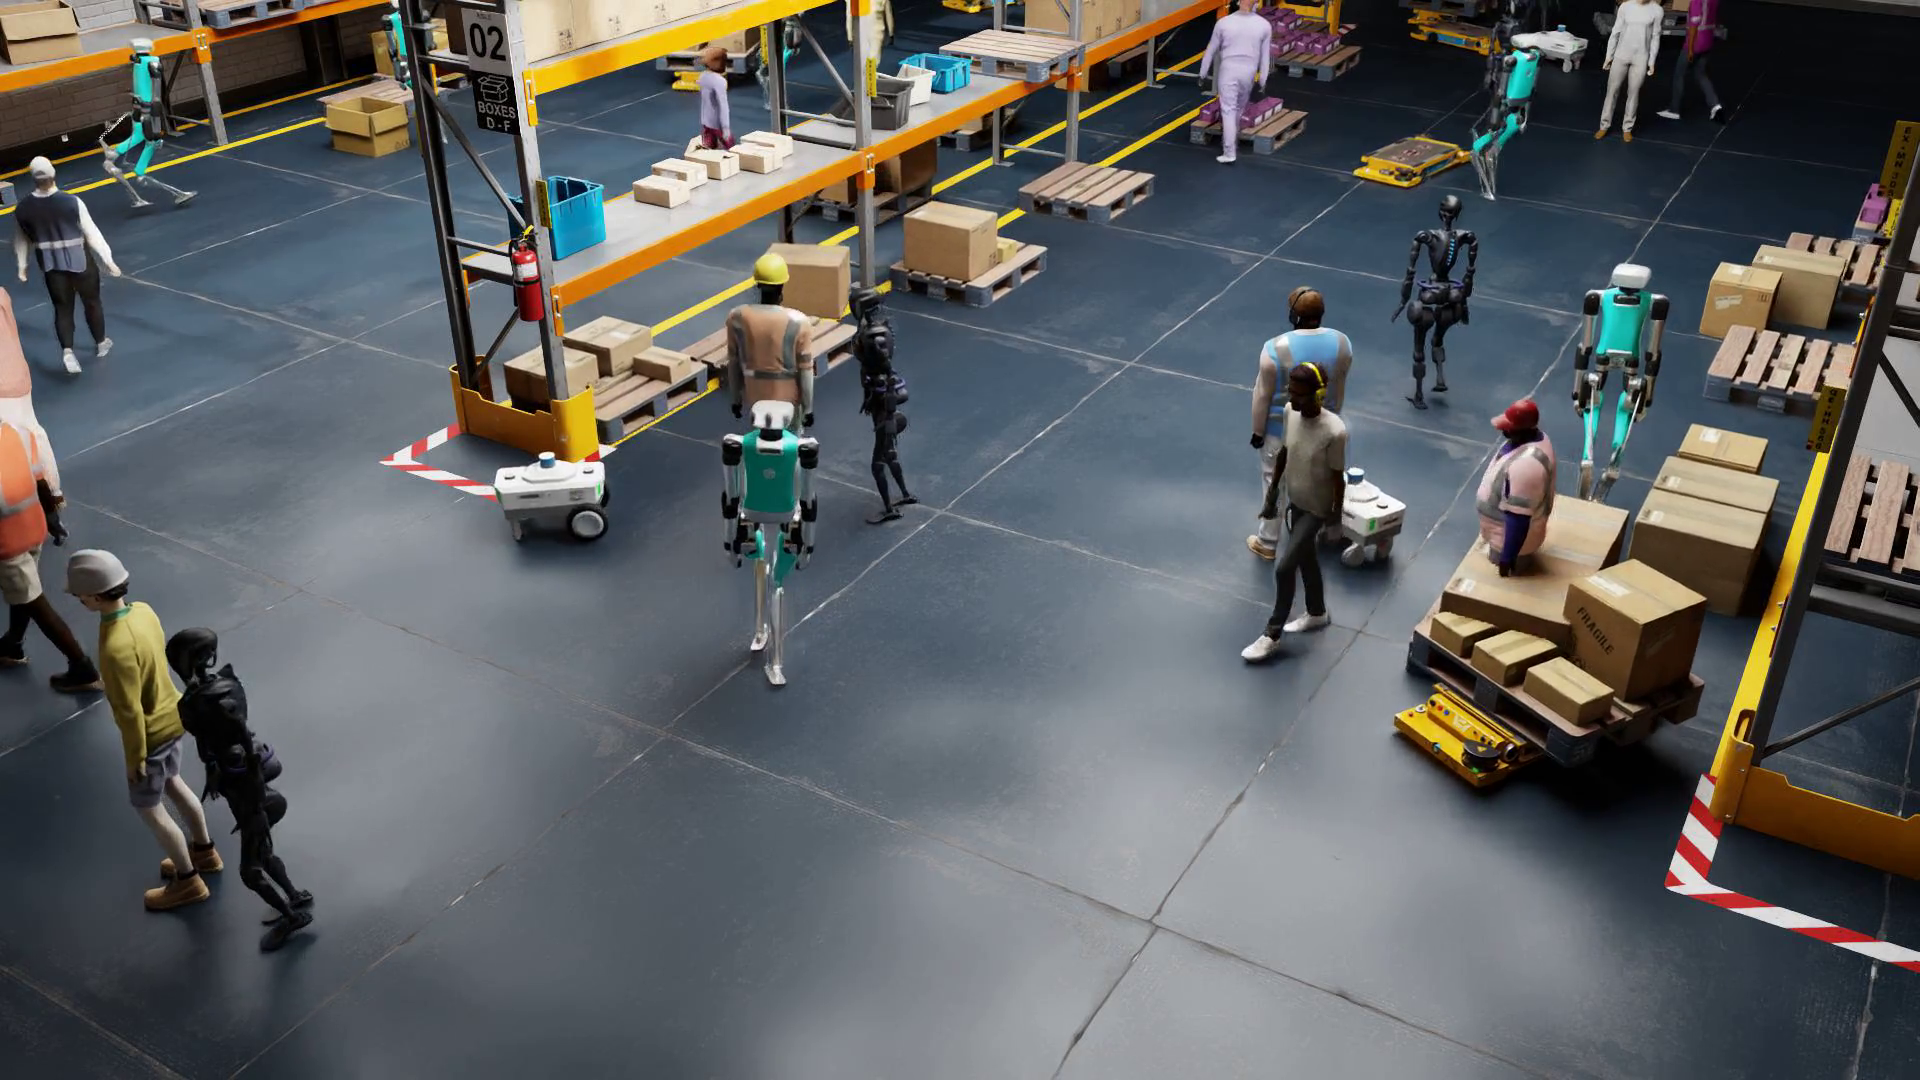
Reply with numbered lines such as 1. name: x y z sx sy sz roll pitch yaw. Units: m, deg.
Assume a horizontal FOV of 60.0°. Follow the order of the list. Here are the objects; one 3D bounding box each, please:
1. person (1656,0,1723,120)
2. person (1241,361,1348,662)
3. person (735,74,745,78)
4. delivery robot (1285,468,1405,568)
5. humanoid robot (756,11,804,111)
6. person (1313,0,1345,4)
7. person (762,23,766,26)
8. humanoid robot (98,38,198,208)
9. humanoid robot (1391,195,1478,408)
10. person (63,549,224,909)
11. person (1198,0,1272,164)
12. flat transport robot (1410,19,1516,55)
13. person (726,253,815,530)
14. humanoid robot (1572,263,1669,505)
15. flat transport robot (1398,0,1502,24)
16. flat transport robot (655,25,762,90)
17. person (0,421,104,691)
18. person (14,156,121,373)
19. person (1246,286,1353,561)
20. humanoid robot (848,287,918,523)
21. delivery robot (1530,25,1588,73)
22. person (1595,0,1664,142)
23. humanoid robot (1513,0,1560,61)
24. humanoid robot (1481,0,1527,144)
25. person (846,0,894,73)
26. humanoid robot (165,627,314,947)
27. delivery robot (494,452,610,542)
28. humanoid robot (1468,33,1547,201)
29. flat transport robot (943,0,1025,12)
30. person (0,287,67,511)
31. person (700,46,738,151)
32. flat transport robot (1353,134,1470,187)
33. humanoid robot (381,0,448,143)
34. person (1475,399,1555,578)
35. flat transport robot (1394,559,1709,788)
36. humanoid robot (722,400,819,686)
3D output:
1. person: 8.859 -5.879 19.784 0.526 1.812 0.710 -20 35 -31
2. person: 1.926 -0.171 9.645 0.835 1.835 0.533 -14 32 -23
3. person: -3.062 -6.901 21.462 0.491 1.931 0.596 19 35 30
4. delivery robot: 2.566 -0.202 10.993 0.506 0.580 0.752 -18 34 -29
5. humanoid robot: -2.227 -6.043 20.133 0.762 1.751 0.540 -19 35 -30
6. person: 5.822 -9.204 25.636 0.711 1.830 0.432 16 33 27
7. person: -3.015 -8.501 24.300 0.633 1.932 0.369 0 29 0
8. humanoid robot: -8.292 -4.113 16.708 0.545 1.713 0.978 25 38 37
9. humanoid robot: 3.633 -1.823 12.737 0.609 1.648 0.364 -5 30 -8
10. person: -3.776 0.876 7.764 0.411 1.876 0.502 -4 30 -7
11. person: 3.042 -5.160 18.480 0.744 1.840 1.033 2 30 3
12. flat transport robot: 7.151 -7.111 23.521 0.659 0.231 1.431 -20 35 -31
13. person: -1.245 -0.939 10.943 0.590 1.901 0.710 6 30 10
14. humanoid robot: 4.269 -0.832 10.953 0.558 1.800 0.935 10 31 18
15. flat transport robot: 7.339 -7.888 24.896 0.659 0.231 1.431 23 36 34
16. flat transport robot: -3.258 -6.161 21.841 0.659 0.231 1.431 4 30 7
17. person: -5.400 -0.030 9.323 0.909 1.918 0.626 4 30 6
18. person: -7.193 -2.209 13.372 0.753 1.726 0.785 -8 30 -13
19. person: 2.150 -0.741 10.670 0.618 1.834 0.431 -9 31 -15
20. humanoid robot: -0.514 -0.920 11.152 0.510 1.633 0.612 -11 31 -18
21. delivery robot: 8.023 -6.614 22.351 0.515 0.595 0.767 -21 35 -32
22. person: 7.701 -5.541 19.092 0.559 1.898 0.352 12 32 20
23. humanoid robot: 7.867 -7.378 22.582 0.600 1.635 0.619 -3 30 -5
24. humanoid robot: 6.225 -5.392 19.041 0.604 1.650 0.322 -16 33 -26
25. person: -1.120 -6.250 20.547 0.571 1.688 0.891 6 30 10
26. humanoid robot: -3.250 1.104 7.560 0.599 1.640 0.367 25 38 37
27. delivery robot: -2.719 -0.306 11.193 0.766 0.595 0.505 -5 30 -8
28. humanoid robot: 5.551 -4.343 17.220 0.531 1.861 0.715 -16 33 -25
29. flat transport robot: 0.490 -8.437 25.867 1.431 0.231 0.659 -22 36 -34
30. person: -6.323 -1.010 10.978 0.376 1.995 0.607 -6 30 -11
31. person: -2.492 -4.255 17.102 0.382 1.615 0.596 -20 35 -31
32. flat transport robot: 4.999 -4.184 18.342 0.659 0.231 1.431 24 37 36
33. humanoid robot: -6.158 -5.299 18.847 0.552 1.803 0.810 -9 31 -15
34. person: 3.166 -0.045 9.561 0.470 1.718 0.676 9 31 15
35. flat transport robot: 3.196 0.935 9.287 1.431 0.231 0.659 -15 33 -25
36. humanoid robot: -1.062 -0.069 9.558 0.578 1.773 0.819 -1 29 -2
